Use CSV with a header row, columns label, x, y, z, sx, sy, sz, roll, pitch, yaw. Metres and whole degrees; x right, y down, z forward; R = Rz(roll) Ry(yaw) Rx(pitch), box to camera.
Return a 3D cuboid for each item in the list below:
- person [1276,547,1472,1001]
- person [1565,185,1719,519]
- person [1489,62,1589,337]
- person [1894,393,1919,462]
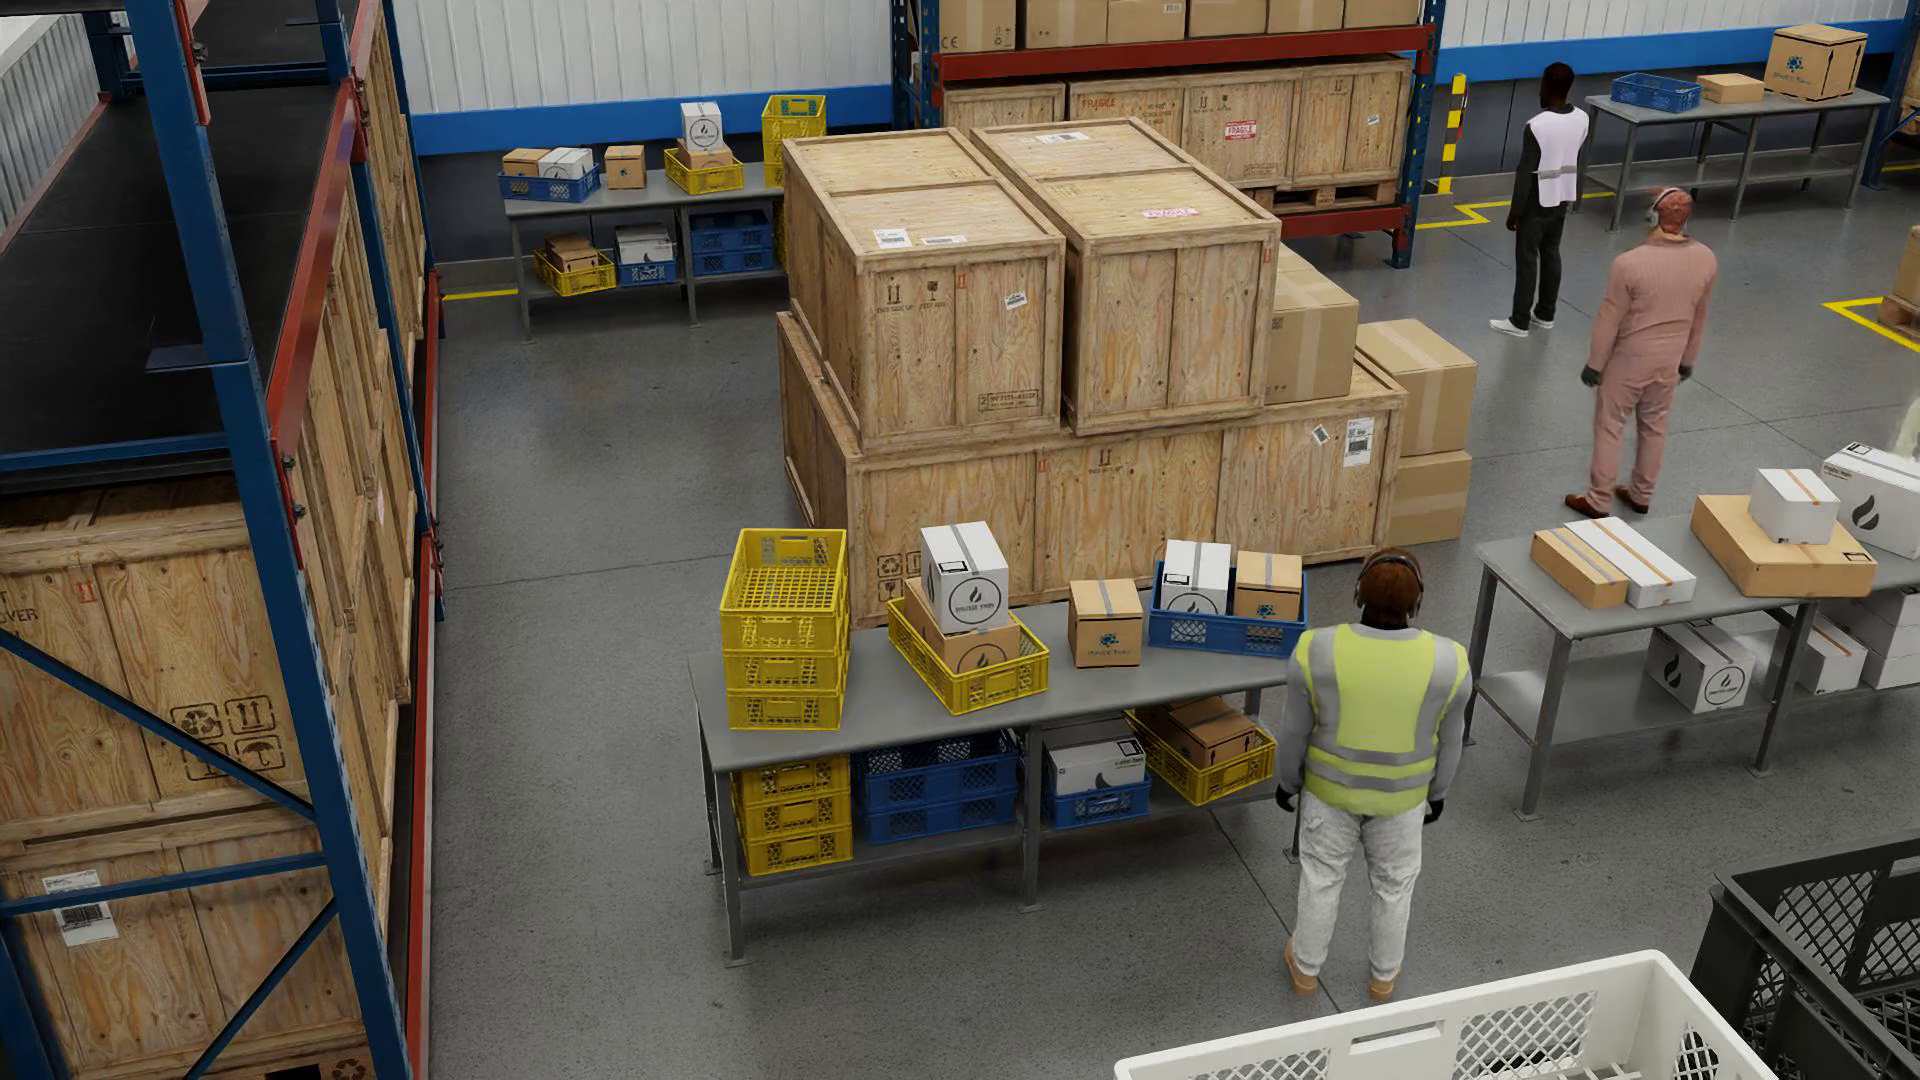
label,x,y,z,sx,sy,sz,roll,pitch,yaw
person,1.433,0.857,5.916,0.624,1.845,0.430,5,29,9
person,3.801,-1.027,9.286,0.666,1.897,0.399,-8,30,-14
person,4.127,-2.389,11.745,0.586,1.910,0.390,-19,34,-30
person,6.031,-1.224,9.729,0.982,1.803,0.520,-9,30,-16
